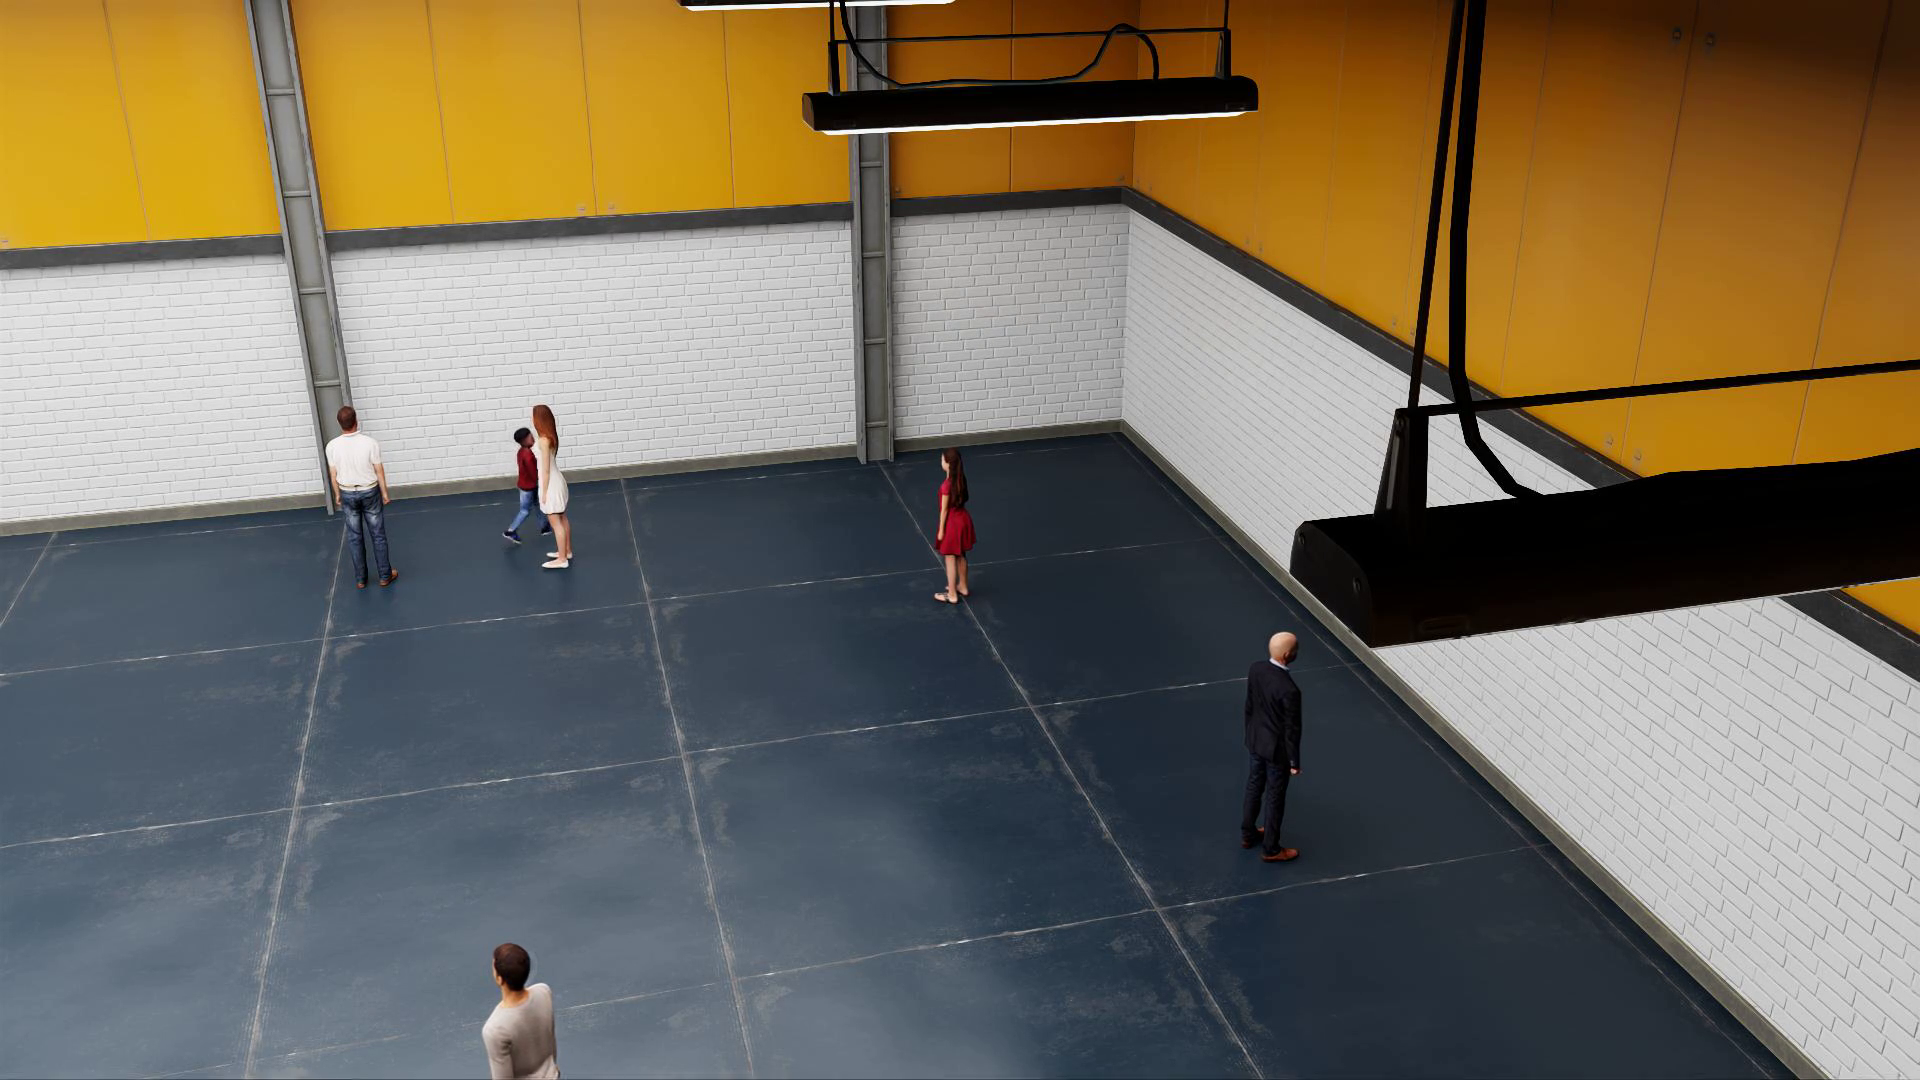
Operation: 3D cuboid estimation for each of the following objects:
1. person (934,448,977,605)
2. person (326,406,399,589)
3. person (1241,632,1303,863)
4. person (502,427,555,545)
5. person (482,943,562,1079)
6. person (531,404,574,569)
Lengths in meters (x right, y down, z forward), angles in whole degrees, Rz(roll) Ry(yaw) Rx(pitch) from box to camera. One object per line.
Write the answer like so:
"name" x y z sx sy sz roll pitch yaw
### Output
"person" -0.052 -0.150 16.078 0.744 1.551 0.684 14 27 29
"person" -5.890 -0.425 16.327 0.529 1.855 0.734 -4 24 -9
"person" 2.255 1.479 12.042 0.665 1.798 0.746 -13 27 -27
"person" -4.572 -0.559 17.393 0.850 1.246 0.543 -9 25 -19
"person" -2.250 2.904 8.698 0.777 1.866 0.740 11 26 23
"person" -4.118 -0.556 16.807 0.572 1.711 0.601 -2 24 -4
